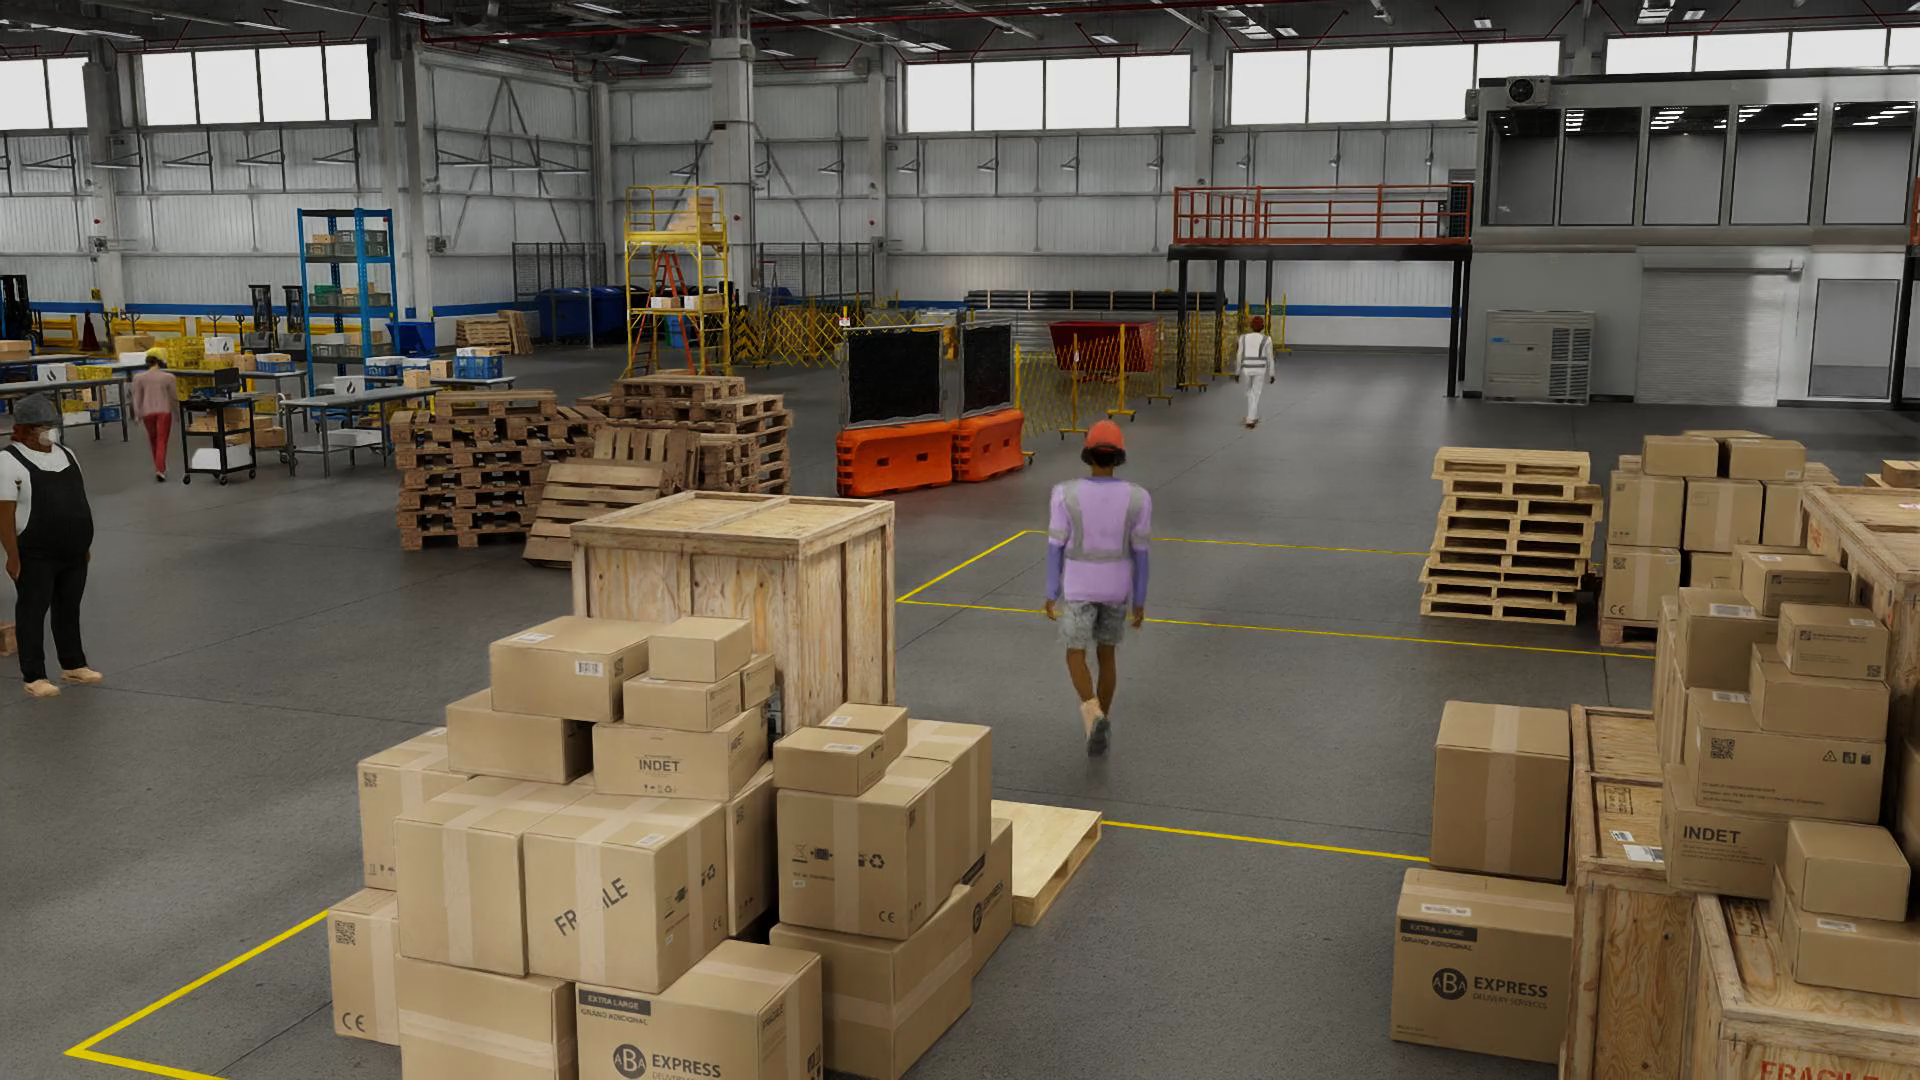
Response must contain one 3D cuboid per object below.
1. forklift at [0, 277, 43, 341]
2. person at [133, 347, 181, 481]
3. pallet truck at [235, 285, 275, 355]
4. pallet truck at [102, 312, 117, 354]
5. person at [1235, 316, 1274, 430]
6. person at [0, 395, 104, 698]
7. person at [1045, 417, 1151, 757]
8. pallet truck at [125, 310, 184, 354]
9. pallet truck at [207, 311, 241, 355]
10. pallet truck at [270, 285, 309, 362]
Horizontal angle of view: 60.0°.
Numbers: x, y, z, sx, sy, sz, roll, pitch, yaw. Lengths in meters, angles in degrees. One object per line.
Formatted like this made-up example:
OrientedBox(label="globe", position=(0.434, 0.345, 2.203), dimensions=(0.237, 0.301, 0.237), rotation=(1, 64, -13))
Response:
OrientedBox(label="forklift", position=(-27.151, -6.329, 46.328), dimensions=(1.157, 1.987, 2.680), rotation=(3, 11, 17))
OrientedBox(label="person", position=(-10.399, -1.633, 21.524), dimensions=(0.525, 1.725, 0.909), rotation=(-2, 10, -10))
OrientedBox(label="pallet truck", position=(-18.327, -5.835, 44.421), dimensions=(0.823, 1.965, 1.885), rotation=(4, 11, 23))
OrientedBox(label="pallet truck", position=(-23.057, -5.777, 46.261), dimensions=(0.680, 1.201, 1.601), rotation=(3, 11, 19))
OrientedBox(label="person", position=(4.945, -2.776, 27.593), dimensions=(0.612, 1.848, 0.900), rotation=(6, 12, 32))
OrientedBox(label="person", position=(-6.152, 0.029, 11.278), dimensions=(0.539, 2.000, 0.689), rotation=(3, 11, 16))
OrientedBox(label="person", position=(0.825, 0.298, 9.798), dimensions=(0.610, 2.028, 0.742), rotation=(-1, 10, -6))
OrientedBox(label="pallet truck", position=(-22.038, -5.665, 45.457), dimensions=(0.704, 1.261, 1.522), rotation=(3, 11, 17))
OrientedBox(label="pallet truck", position=(-19.537, -5.575, 44.913), dimensions=(0.653, 1.274, 1.630), rotation=(3, 11, 19))
OrientedBox(label="pallet truck", position=(-17.147, -5.700, 43.663), dimensions=(0.823, 1.965, 1.885), rotation=(3, 11, 17))
